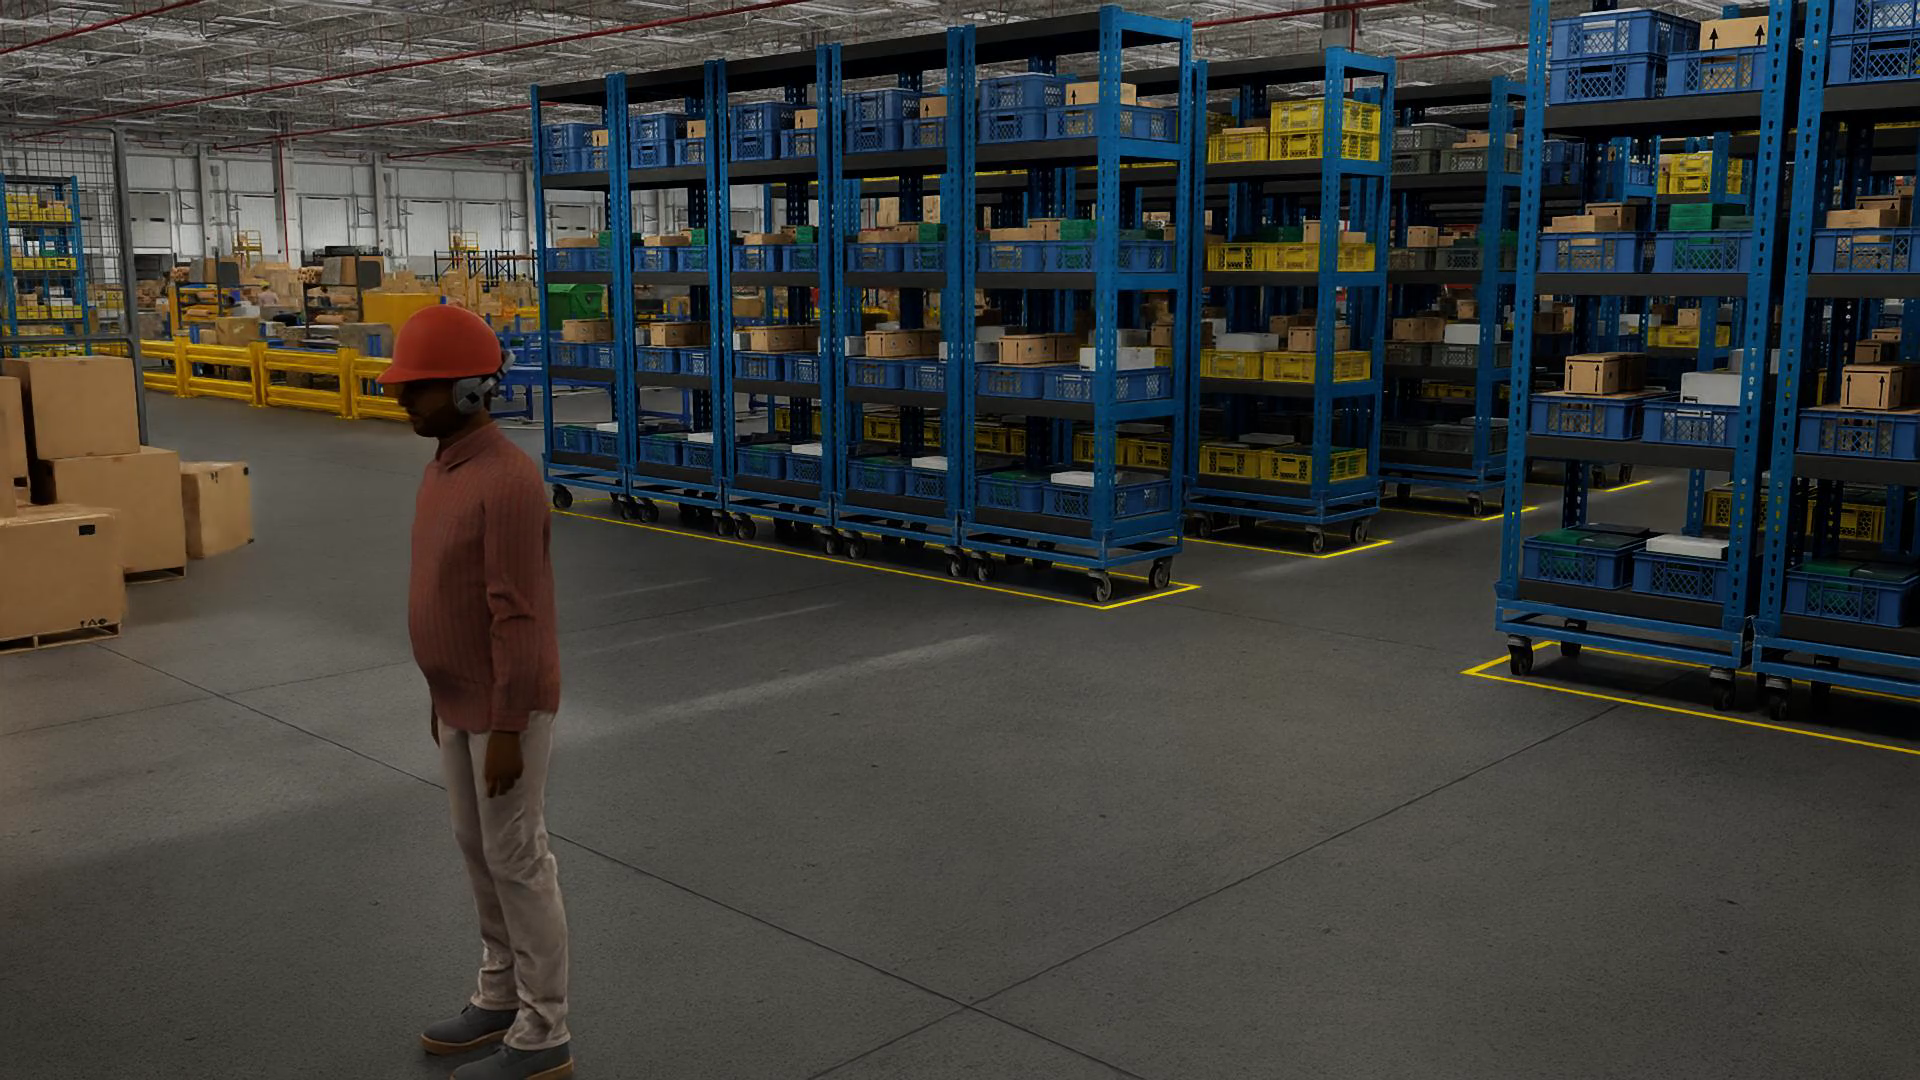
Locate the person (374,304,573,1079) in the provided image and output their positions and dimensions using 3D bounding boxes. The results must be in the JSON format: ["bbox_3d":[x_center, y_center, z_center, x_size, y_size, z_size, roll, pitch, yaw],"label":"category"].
[{"bbox_3d":[-1.229,0.405,4.221,0.401,1.987,0.609,-7,12,-37],"label":"person"}]

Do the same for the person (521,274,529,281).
[{"bbox_3d":[-25.339,-14.607,96.835,0.524,1.799,0.951,2,9,11],"label":"person"}]

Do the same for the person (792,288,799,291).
[{"bbox_3d":[-7.056,-10.430,70.921,0.614,1.881,0.897,-2,9,-11],"label":"person"}]

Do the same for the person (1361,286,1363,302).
[{"bbox_3d":[5.973,-2.917,24.949,0.932,1.872,0.649,-9,13,-44],"label":"person"}]

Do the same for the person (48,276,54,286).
[{"bbox_3d":[-42.969,-11.652,78.681,0.940,1.792,0.649,1,9,5],"label":"person"}]

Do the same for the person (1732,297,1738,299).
[{"bbox_3d":[18.775,-5.335,40.032,0.945,1.779,0.613,-8,12,-42],"label":"person"}]

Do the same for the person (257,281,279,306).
[{"bbox_3d":[-19.216,-6.336,46.332,0.567,1.724,0.673,-8,12,-39],"label":"person"}]

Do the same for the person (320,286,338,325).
[{"bbox_3d":[-14.925,-5.239,39.362,0.966,1.807,0.561,-6,11,-32],"label":"person"}]

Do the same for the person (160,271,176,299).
[{"bbox_3d":[-26.117,-7.879,54.819,1.022,2.000,0.682,-6,11,-34],"label":"person"}]

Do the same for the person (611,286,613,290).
[{"bbox_3d":[-14.944,-10.340,71.083,0.822,1.668,0.536,-5,11,-28],"label":"person"}]

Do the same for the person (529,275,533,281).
[{"bbox_3d":[-24.669,-14.383,95.755,0.487,1.701,0.892,0,9,1],"label":"person"}]

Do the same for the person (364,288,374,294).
[{"bbox_3d":[-21.407,-8.691,60.159,0.519,1.921,0.628,-4,10,-26],"label":"person"}]

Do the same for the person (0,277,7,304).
[{"bbox_3d":[-44.517,-11.453,77.275,1.049,1.867,0.586,-3,10,-19],"label":"person"}]
